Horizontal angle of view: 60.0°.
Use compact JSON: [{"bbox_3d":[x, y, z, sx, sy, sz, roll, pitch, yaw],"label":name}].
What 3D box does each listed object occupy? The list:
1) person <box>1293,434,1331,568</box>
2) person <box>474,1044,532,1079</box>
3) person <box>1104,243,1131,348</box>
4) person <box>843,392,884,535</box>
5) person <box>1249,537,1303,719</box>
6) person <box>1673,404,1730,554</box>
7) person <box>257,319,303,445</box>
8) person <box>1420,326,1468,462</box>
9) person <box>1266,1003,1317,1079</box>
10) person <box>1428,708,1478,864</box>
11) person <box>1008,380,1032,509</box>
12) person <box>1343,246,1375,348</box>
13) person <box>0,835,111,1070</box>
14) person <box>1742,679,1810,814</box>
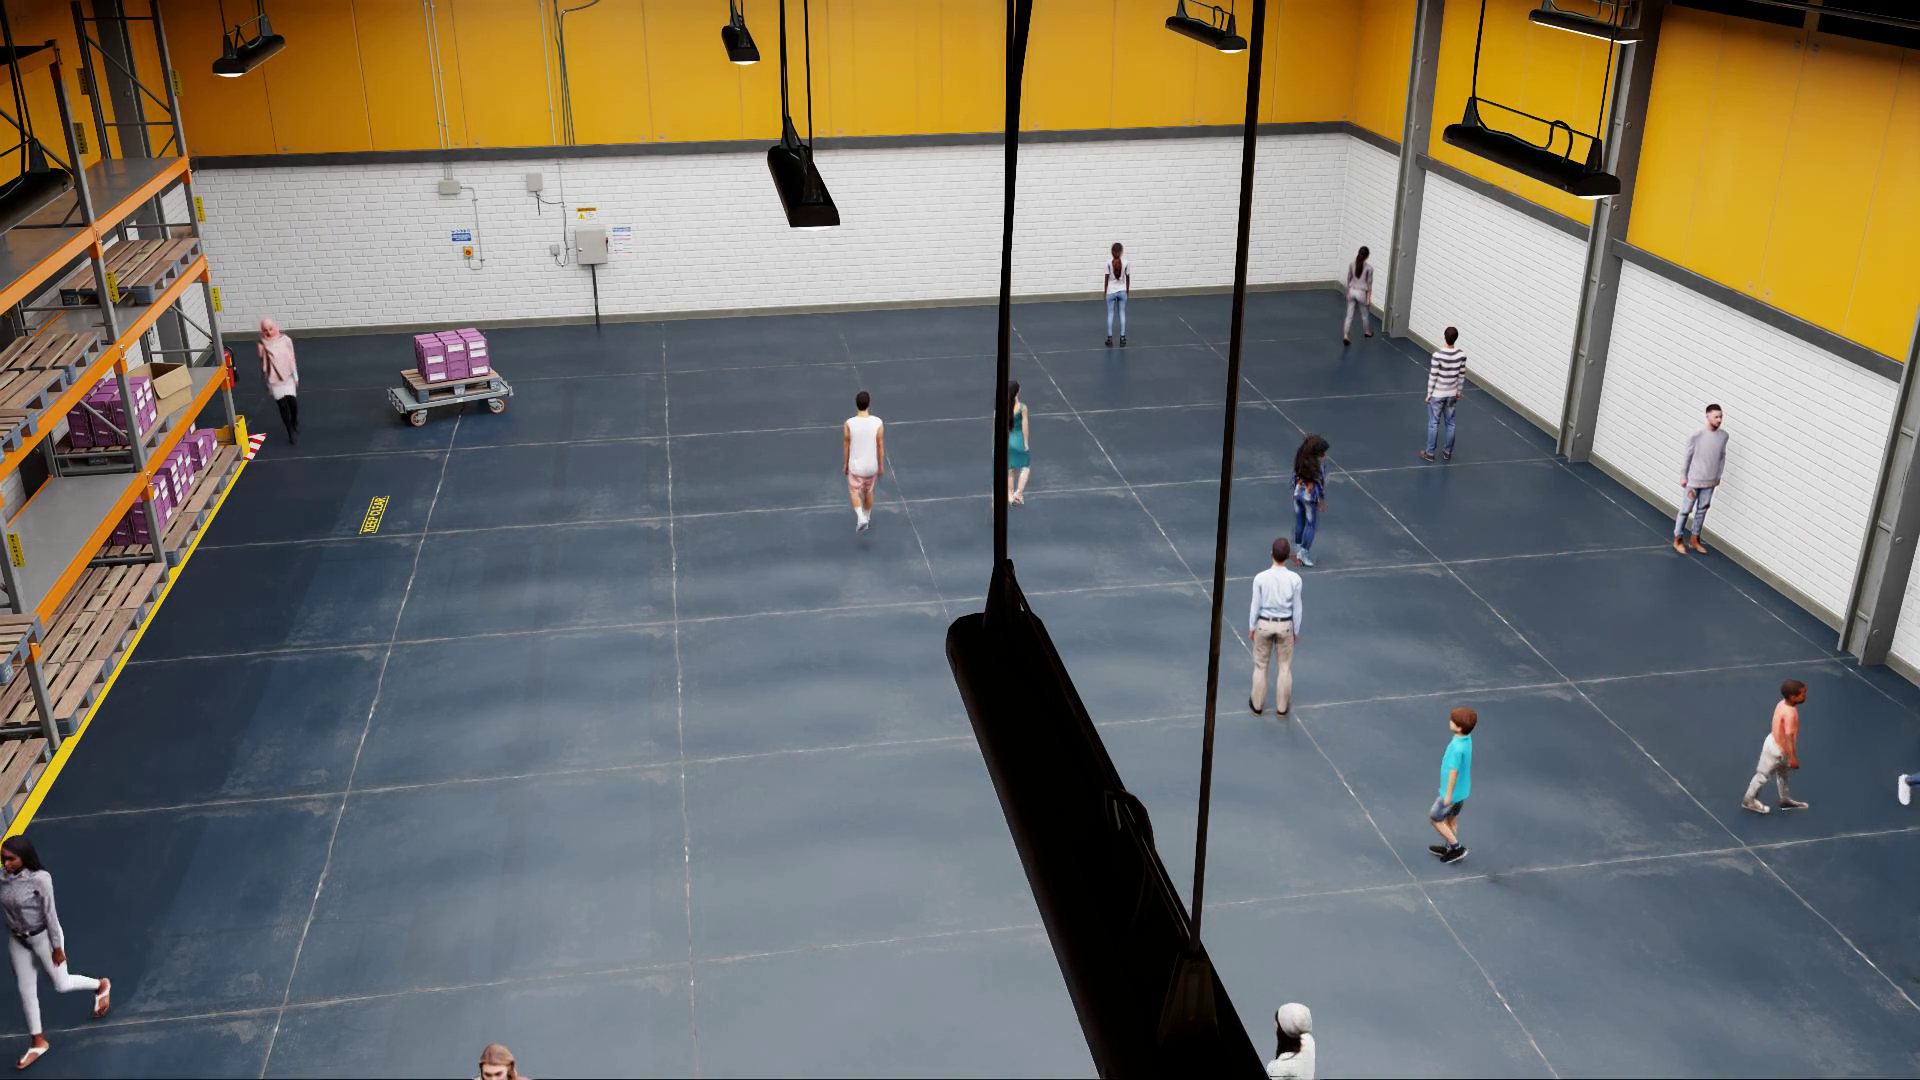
[{"bbox_3d":[4.050,-0.501,19.396,0.634,1.620,0.784,21,31,39],"label":"person"},{"bbox_3d":[-2.671,3.620,9.872,0.613,1.697,0.537,-4,24,-8],"label":"person"},{"bbox_3d":[2.581,-4.049,27.384,0.604,1.721,0.554,-1,24,-3],"label":"person"},{"bbox_3d":[-1.177,-0.890,20.097,0.638,1.770,0.893,-4,24,-9],"label":"person"},{"bbox_3d":[3.026,0.848,16.029,0.709,1.845,0.677,2,24,5],"label":"person"},{"bbox_3d":[8.768,-0.755,19.704,0.689,1.839,0.594,-2,24,-5],"label":"person"},{"bbox_3d":[-9.472,-2.220,23.119,0.725,1.788,0.792,-13,27,-28],"label":"person"},{"bbox_3d":[6.554,-1.985,22.498,0.647,1.854,0.516,-3,24,-8],"label":"person"},{"bbox_3d":[2.064,3.554,10.146,1.155,1.599,1.090,16,28,33],"label":"person"},{"bbox_3d":[4.155,2.057,13.770,0.718,1.439,0.653,13,27,27],"label":"person"},{"bbox_3d":[0.652,-1.179,20.877,0.692,1.676,0.744,14,27,29],"label":"person"},{"bbox_3d":[6.492,-3.960,27.290,1.053,1.634,1.076,18,30,36],"label":"person"},{"bbox_3d":[-6.449,2.808,11.720,0.889,1.705,1.107,6,24,14],"label":"person"},{"bbox_3d":[7.079,1.804,14.533,0.787,1.292,0.778,11,26,23],"label":"person"}]
